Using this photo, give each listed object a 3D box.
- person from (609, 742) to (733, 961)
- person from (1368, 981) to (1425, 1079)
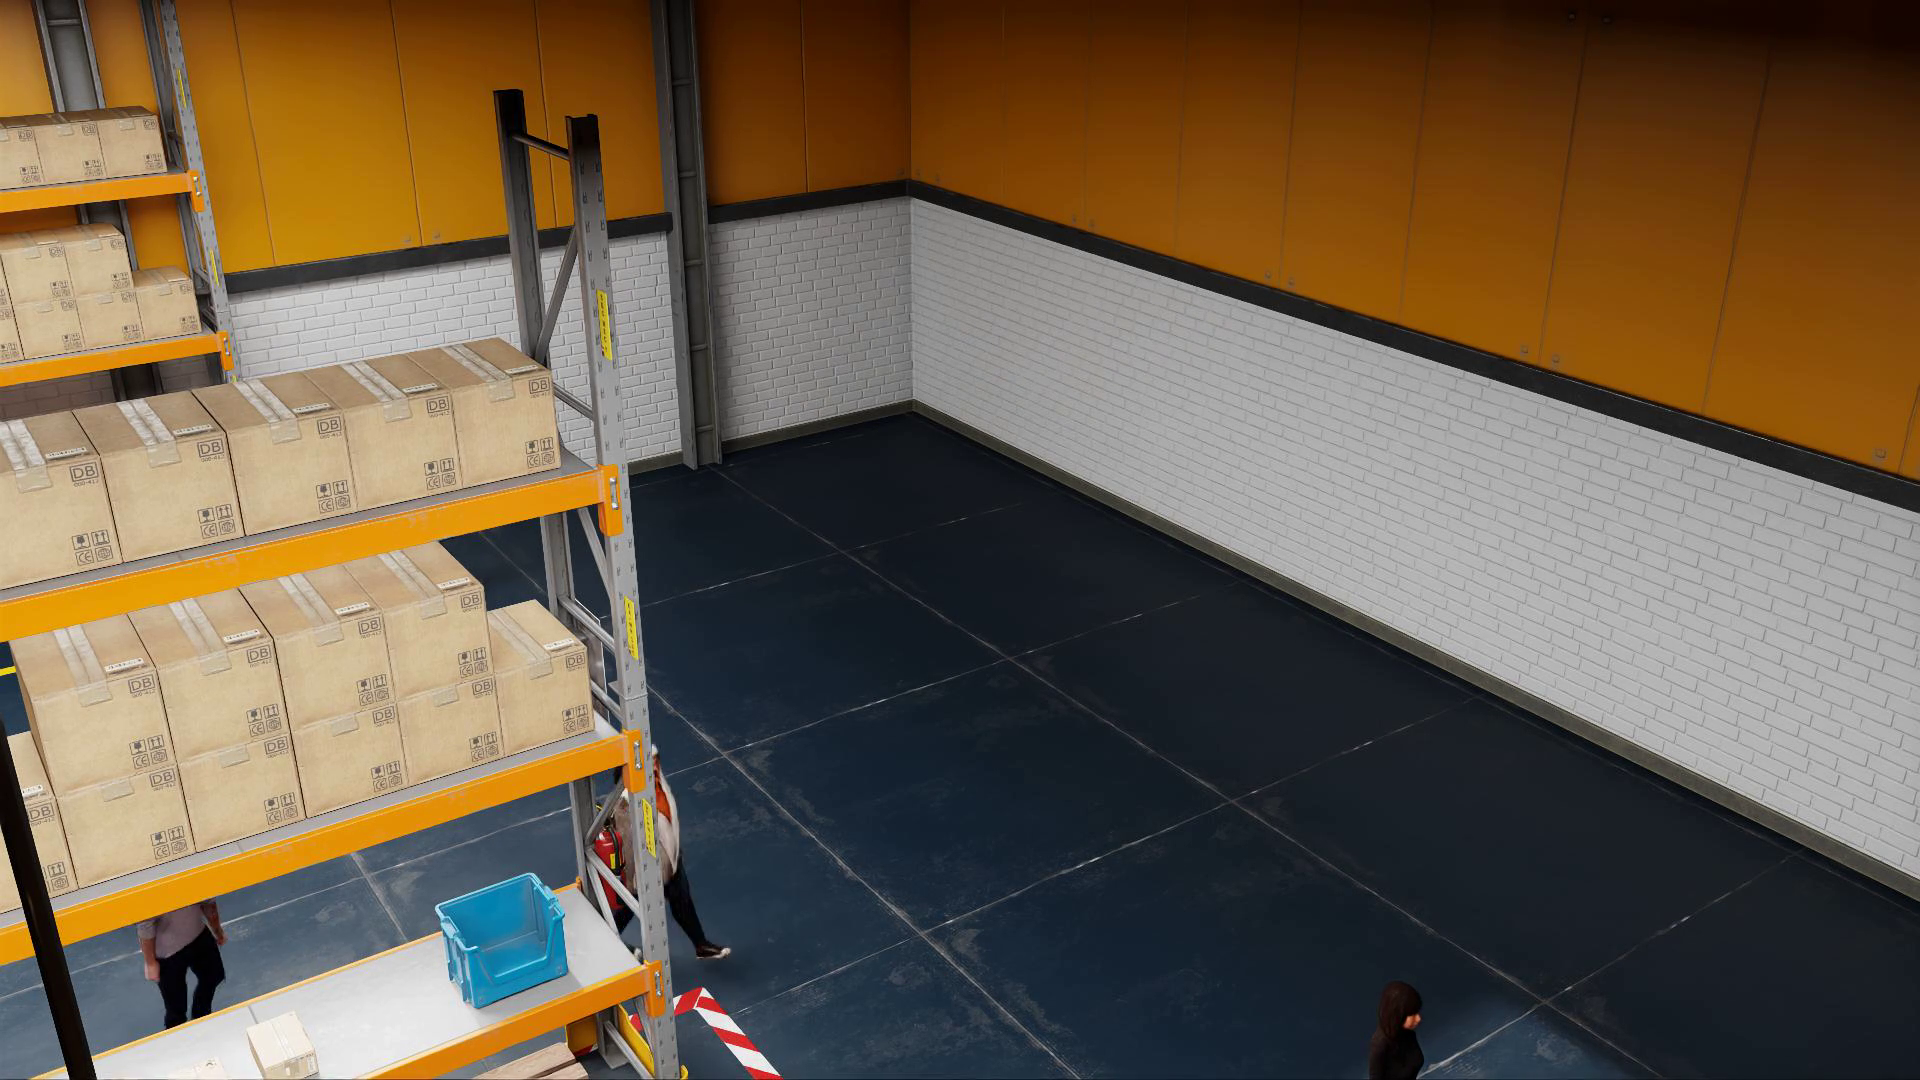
[{"bbox_3d":[-2.186,2.072,11.075,1.203,1.841,1.212,7,24,15],"label":"person"},{"bbox_3d":[2.298,3.074,9.032,0.695,1.641,0.524,18,30,36],"label":"person"}]
